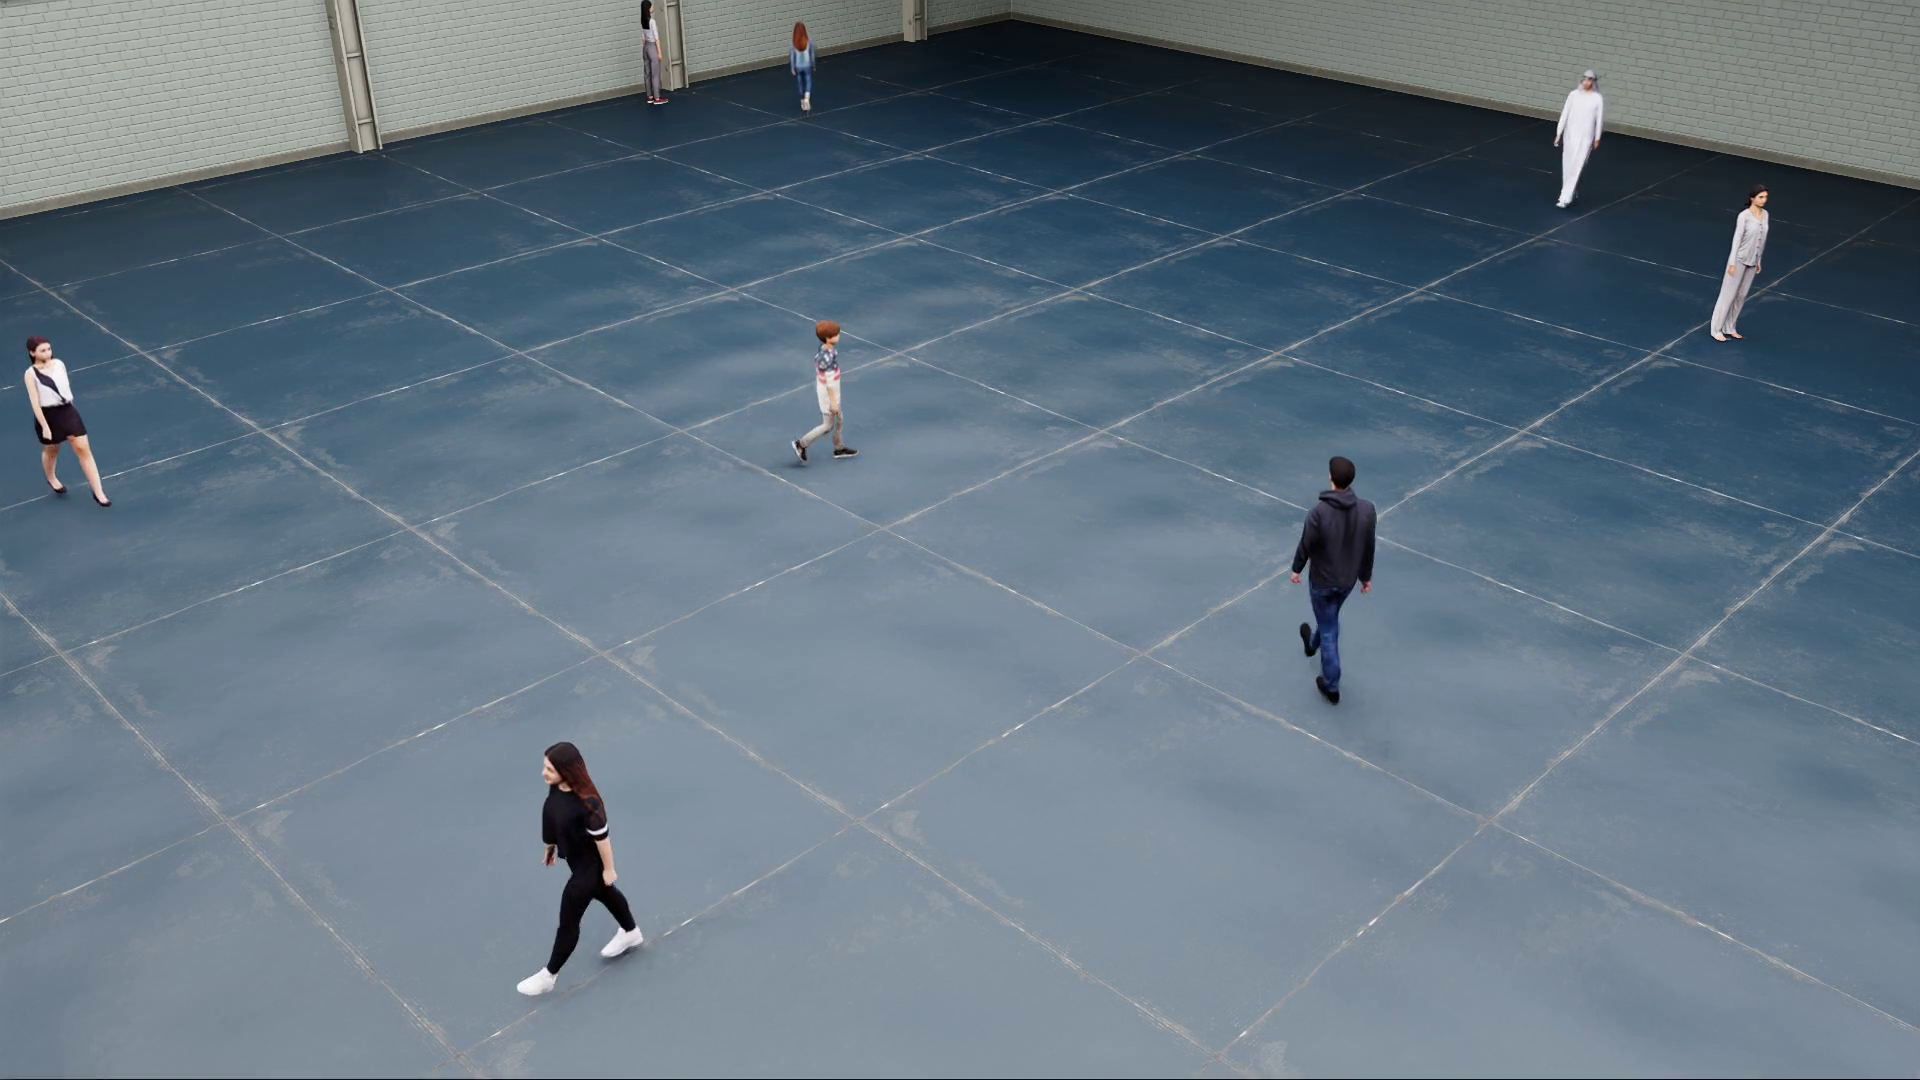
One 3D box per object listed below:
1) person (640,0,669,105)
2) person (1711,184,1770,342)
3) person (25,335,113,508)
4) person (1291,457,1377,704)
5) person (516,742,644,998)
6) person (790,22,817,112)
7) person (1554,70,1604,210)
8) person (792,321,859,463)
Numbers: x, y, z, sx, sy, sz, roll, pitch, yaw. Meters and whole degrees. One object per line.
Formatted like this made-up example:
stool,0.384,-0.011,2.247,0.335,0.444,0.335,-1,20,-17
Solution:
person,-5.328,-8.412,28.654,0.506,1.732,0.592,-25,37,-38
person,8.792,-3.124,18.681,0.592,1.773,0.726,-11,30,-20
person,-8.187,-1.060,14.987,0.828,1.603,1.068,14,31,25
person,2.749,0.341,12.091,1.160,1.853,1.114,-6,29,-11
person,-2.097,1.813,9.595,1.073,1.599,0.648,-23,36,-37
person,-2.652,-7.983,28.129,0.800,1.470,0.851,-2,28,-4
person,8.684,-5.620,23.252,0.706,1.882,1.135,24,36,37
person,-1.314,-1.393,15.804,0.956,1.422,0.785,-7,29,-13
